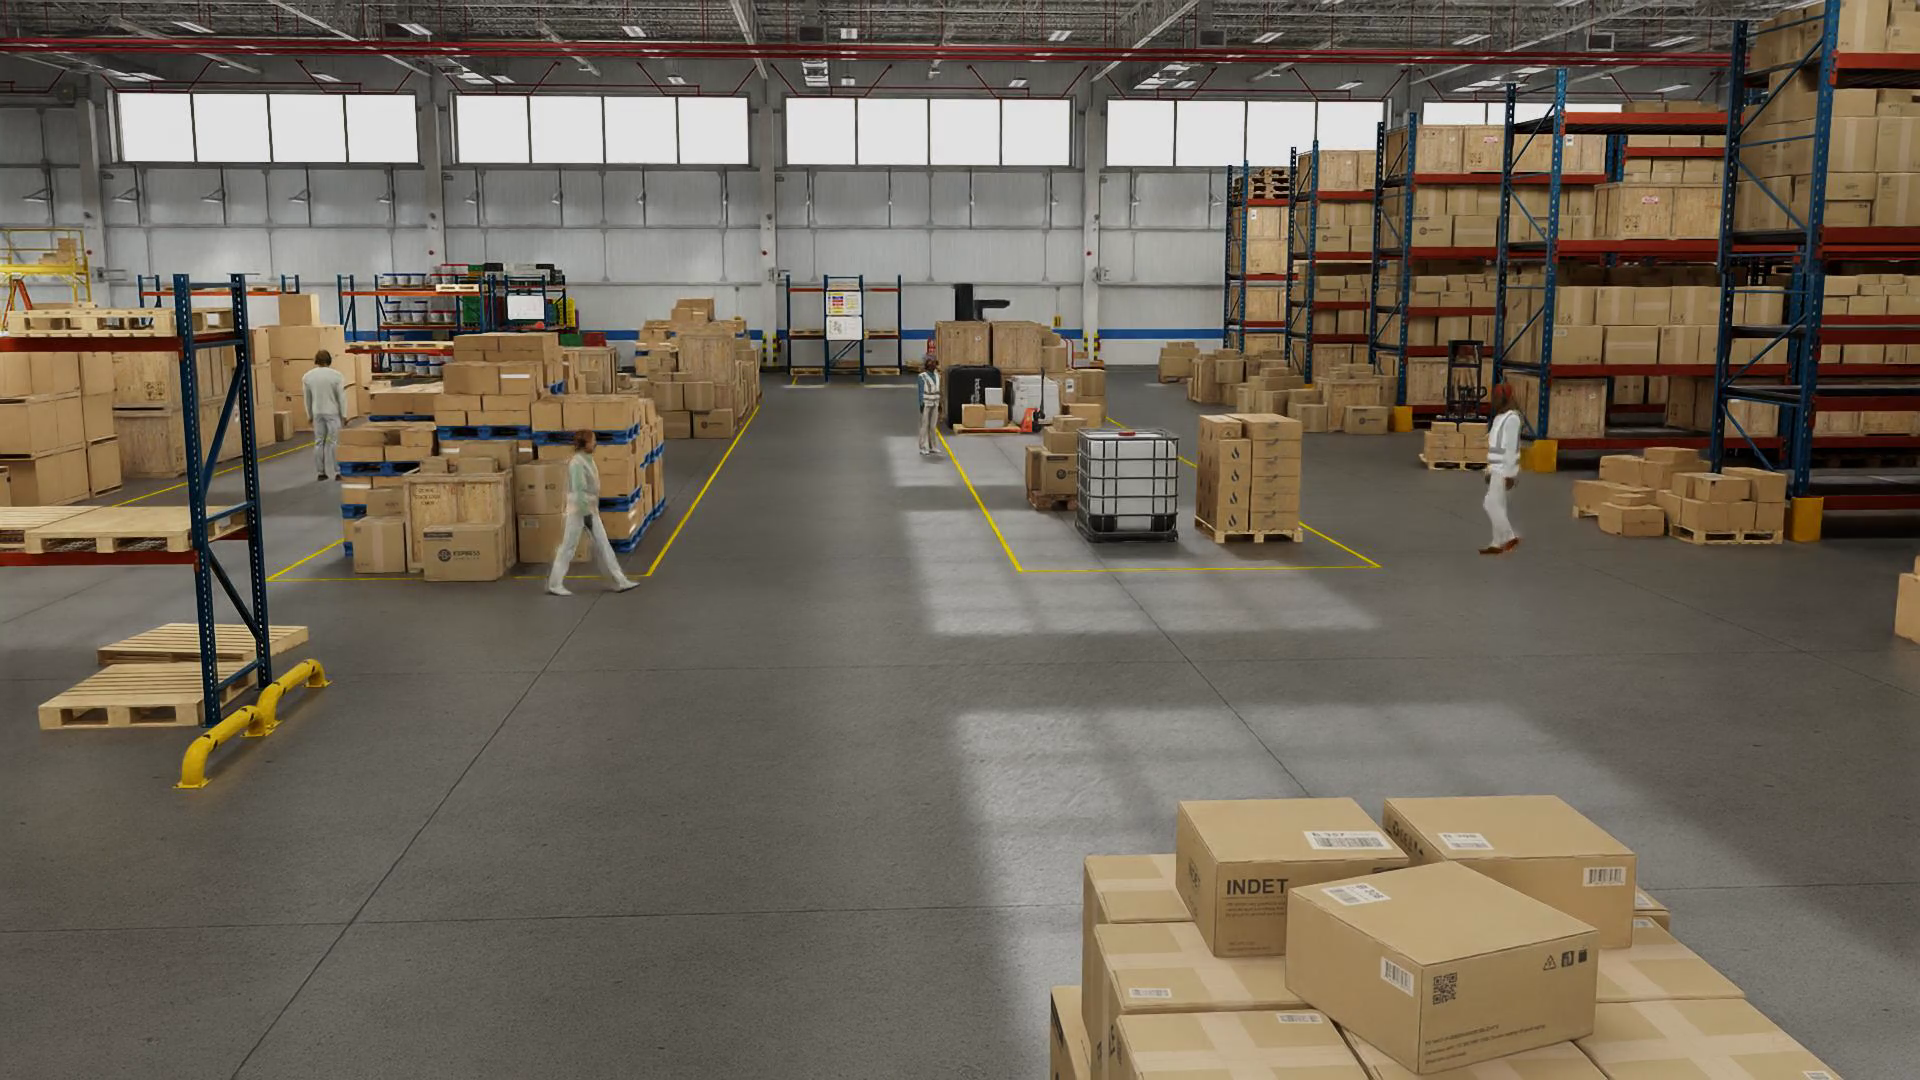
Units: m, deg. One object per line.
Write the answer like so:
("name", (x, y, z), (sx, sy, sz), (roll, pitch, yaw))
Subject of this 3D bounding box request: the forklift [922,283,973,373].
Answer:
("forklift", (0.065, -4.759, 39.915), (1.873, 2.768, 1.129), (-2, 9, -10))

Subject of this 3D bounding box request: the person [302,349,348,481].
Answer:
("person", (-9.323, -1.832, 24.483), (0.627, 1.940, 0.370), (1, 9, 3))

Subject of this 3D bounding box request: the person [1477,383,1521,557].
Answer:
("person", (5.758, -0.732, 17.770), (0.412, 1.874, 0.618), (1, 9, 3))

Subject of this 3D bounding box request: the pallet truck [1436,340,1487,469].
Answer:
("pallet truck", (8.004, -2.170, 26.422), (0.823, 1.965, 1.885), (2, 9, 14))

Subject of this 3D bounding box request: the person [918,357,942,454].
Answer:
("person", (-0.512, -2.274, 28.193), (0.310, 1.640, 0.514), (9, 12, 43))

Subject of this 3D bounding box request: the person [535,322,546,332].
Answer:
("person", (-9.941, -4.254, 39.753), (0.825, 1.907, 0.568), (-4, 10, -23))

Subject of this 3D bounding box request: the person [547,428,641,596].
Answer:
("person", (-3.510, -0.255, 15.667), (0.877, 1.590, 0.539), (1, 9, 6))
